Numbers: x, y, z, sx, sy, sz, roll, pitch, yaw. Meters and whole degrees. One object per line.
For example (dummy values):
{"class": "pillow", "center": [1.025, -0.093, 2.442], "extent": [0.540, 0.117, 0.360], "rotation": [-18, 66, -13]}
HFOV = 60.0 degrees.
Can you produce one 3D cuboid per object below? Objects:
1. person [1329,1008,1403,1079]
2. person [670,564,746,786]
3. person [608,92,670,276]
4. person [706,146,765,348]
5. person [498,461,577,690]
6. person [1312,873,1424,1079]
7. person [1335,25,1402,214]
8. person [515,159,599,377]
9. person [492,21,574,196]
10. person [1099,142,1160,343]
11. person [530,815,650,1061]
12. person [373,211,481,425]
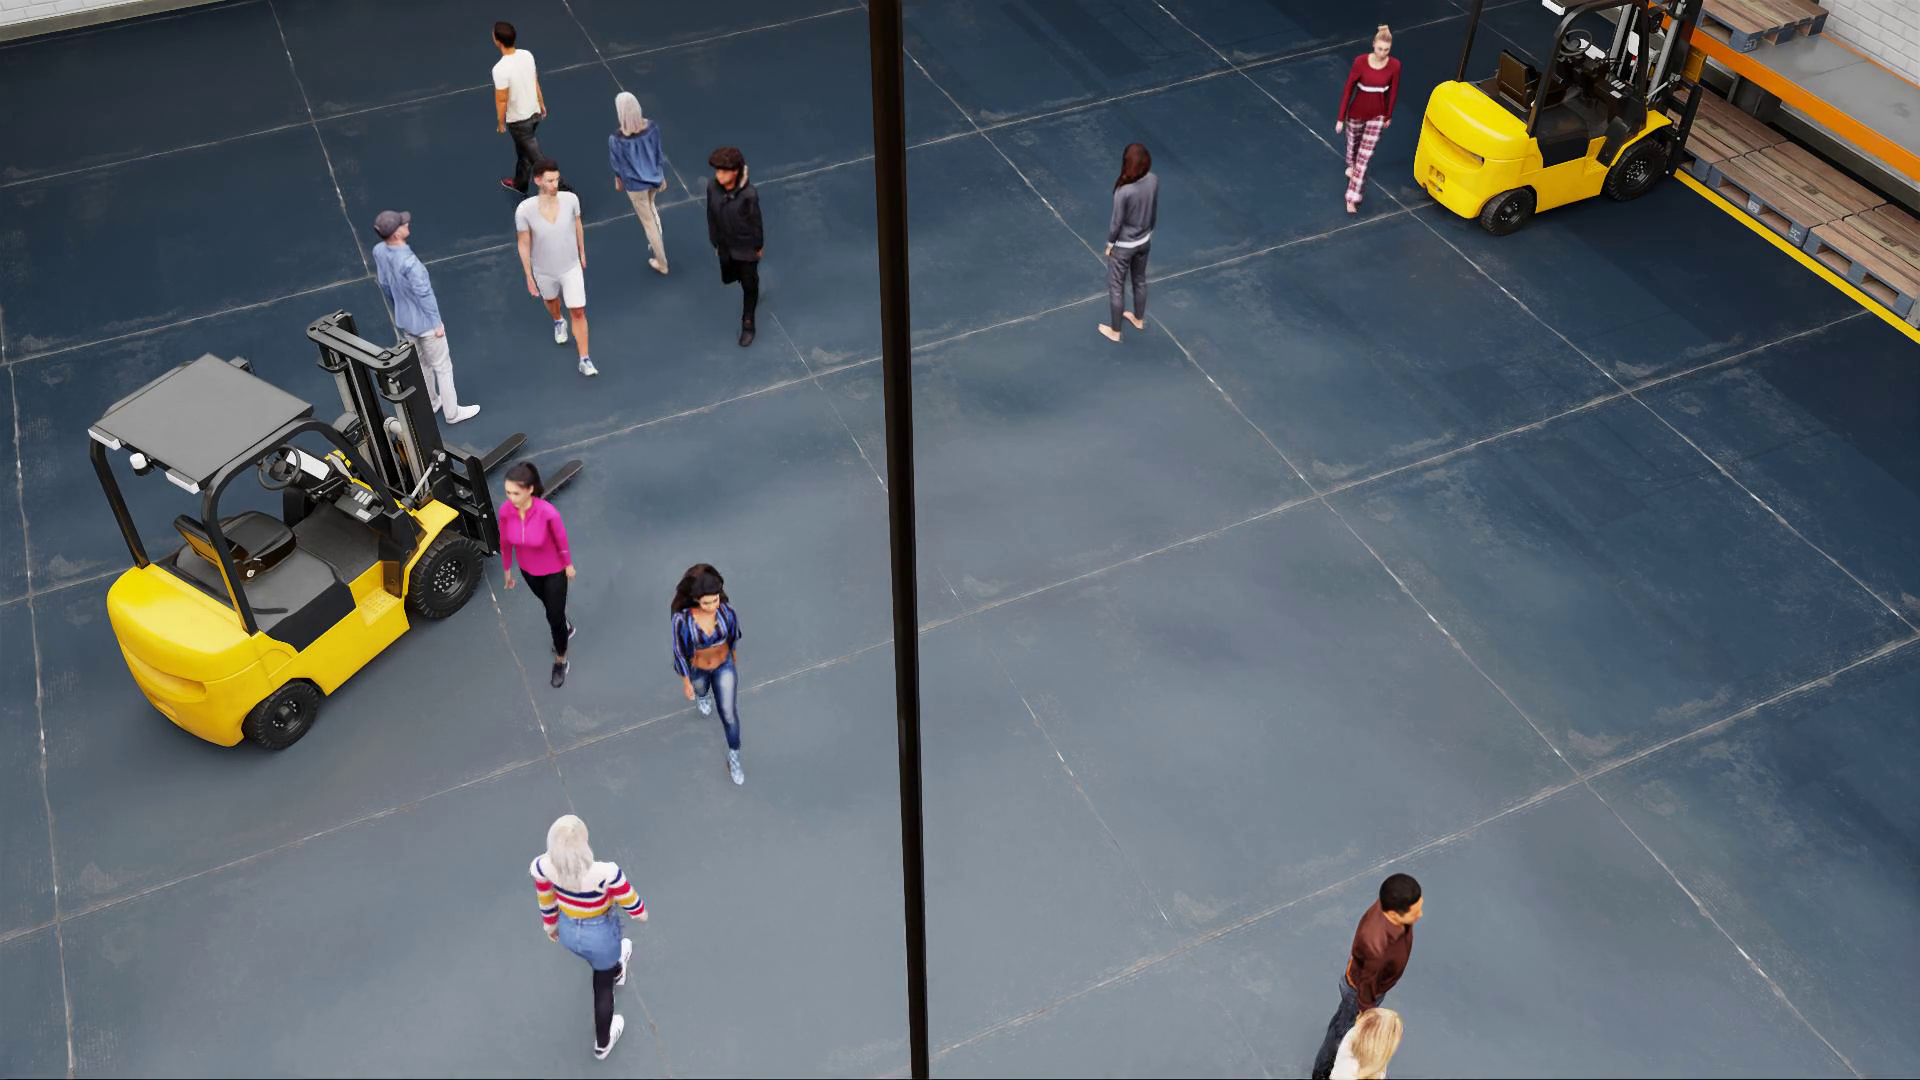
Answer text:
{"class": "person", "center": [1.730, 2.791, 8.070], "extent": [1.114, 1.797, 1.037], "rotation": [17, 46, 17]}
{"class": "person", "center": [-1.593, 0.743, 10.379], "extent": [0.711, 1.578, 1.082], "rotation": [-12, 45, -12]}
{"class": "person", "center": [-2.670, -3.005, 14.245], "extent": [0.712, 1.683, 0.767], "rotation": [-33, 53, -30]}
{"class": "person", "center": [-1.791, -2.481, 13.630], "extent": [0.964, 1.762, 1.062], "rotation": [10, 44, 10]}
{"class": "person", "center": [-2.720, 0.118, 10.969], "extent": [0.848, 1.680, 0.934], "rotation": [9, 44, 9]}
{"class": "person", "center": [2.101, 2.279, 8.624], "extent": [0.728, 1.776, 0.704], "rotation": [20, 47, 19]}
{"class": "person", "center": [3.712, -3.915, 15.218], "extent": [1.074, 1.649, 1.218], "rotation": [9, 44, 9]}
{"class": "person", "center": [-3.275, -2.264, 13.375], "extent": [0.754, 1.800, 1.194], "rotation": [-14, 45, -14]}
{"class": "person", "center": [-3.863, -3.772, 14.991], "extent": [1.217, 1.766, 1.108], "rotation": [17, 46, 17]}
{"class": "person", "center": [1.405, -2.444, 13.586], "extent": [0.655, 1.768, 0.598], "rotation": [-28, 50, -27]}
{"class": "person", "center": [-1.979, 2.139, 8.769], "extent": [0.989, 1.778, 1.088], "rotation": [10, 44, 10]}
{"class": "person", "center": [-4.139, -1.705, 12.724], "extent": [0.680, 1.888, 0.798], "rotation": [27, 50, 25]}
